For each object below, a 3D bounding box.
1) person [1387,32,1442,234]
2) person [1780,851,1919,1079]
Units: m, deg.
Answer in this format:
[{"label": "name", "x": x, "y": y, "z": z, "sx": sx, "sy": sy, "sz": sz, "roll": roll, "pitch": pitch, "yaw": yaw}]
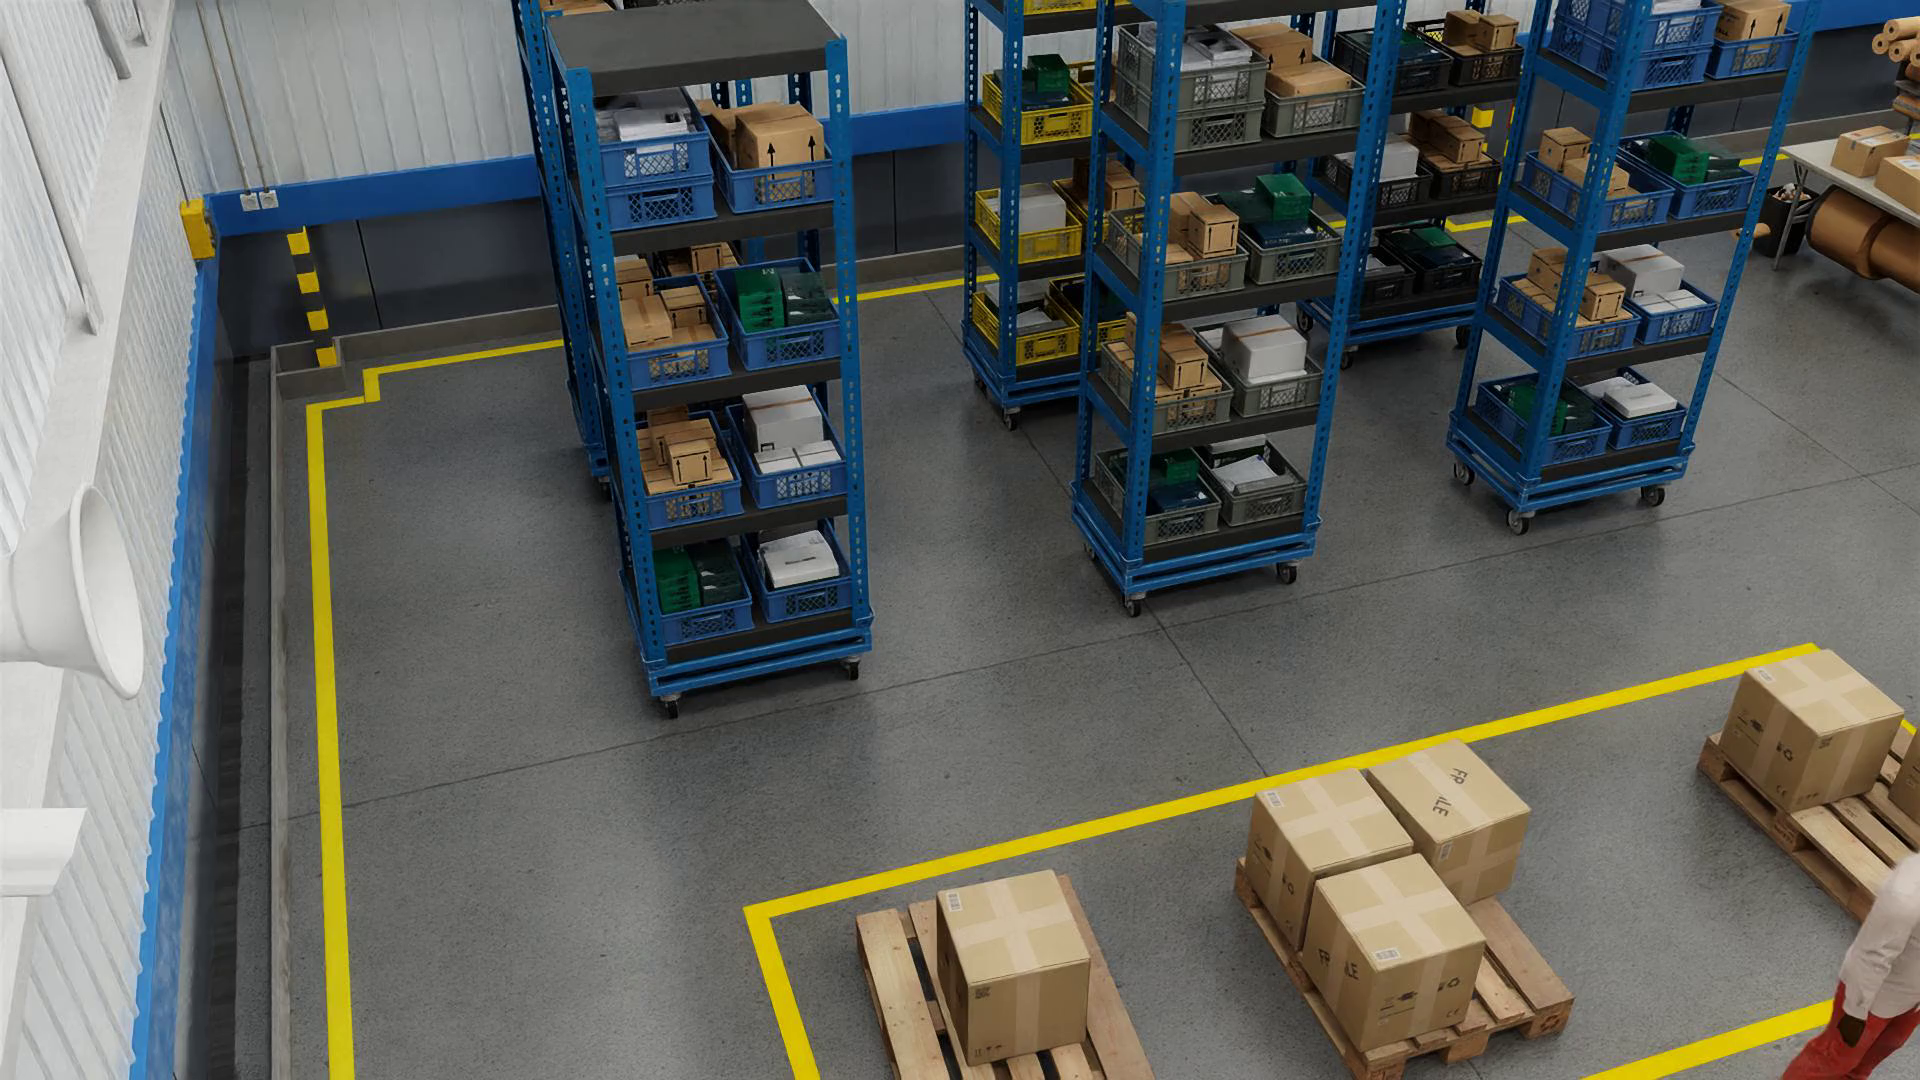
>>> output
[{"label": "person", "x": 3.638, "y": -3.172, "z": 13.253, "sx": 0.313, "sy": 1.768, "sz": 0.524, "roll": 1, "pitch": 35, "yaw": 1}, {"label": "person", "x": 3.541, "y": 1.667, "z": 6.215, "sx": 0.627, "sy": 1.982, "sz": 0.421, "roll": -14, "pitch": 38, "yaw": -19}]
